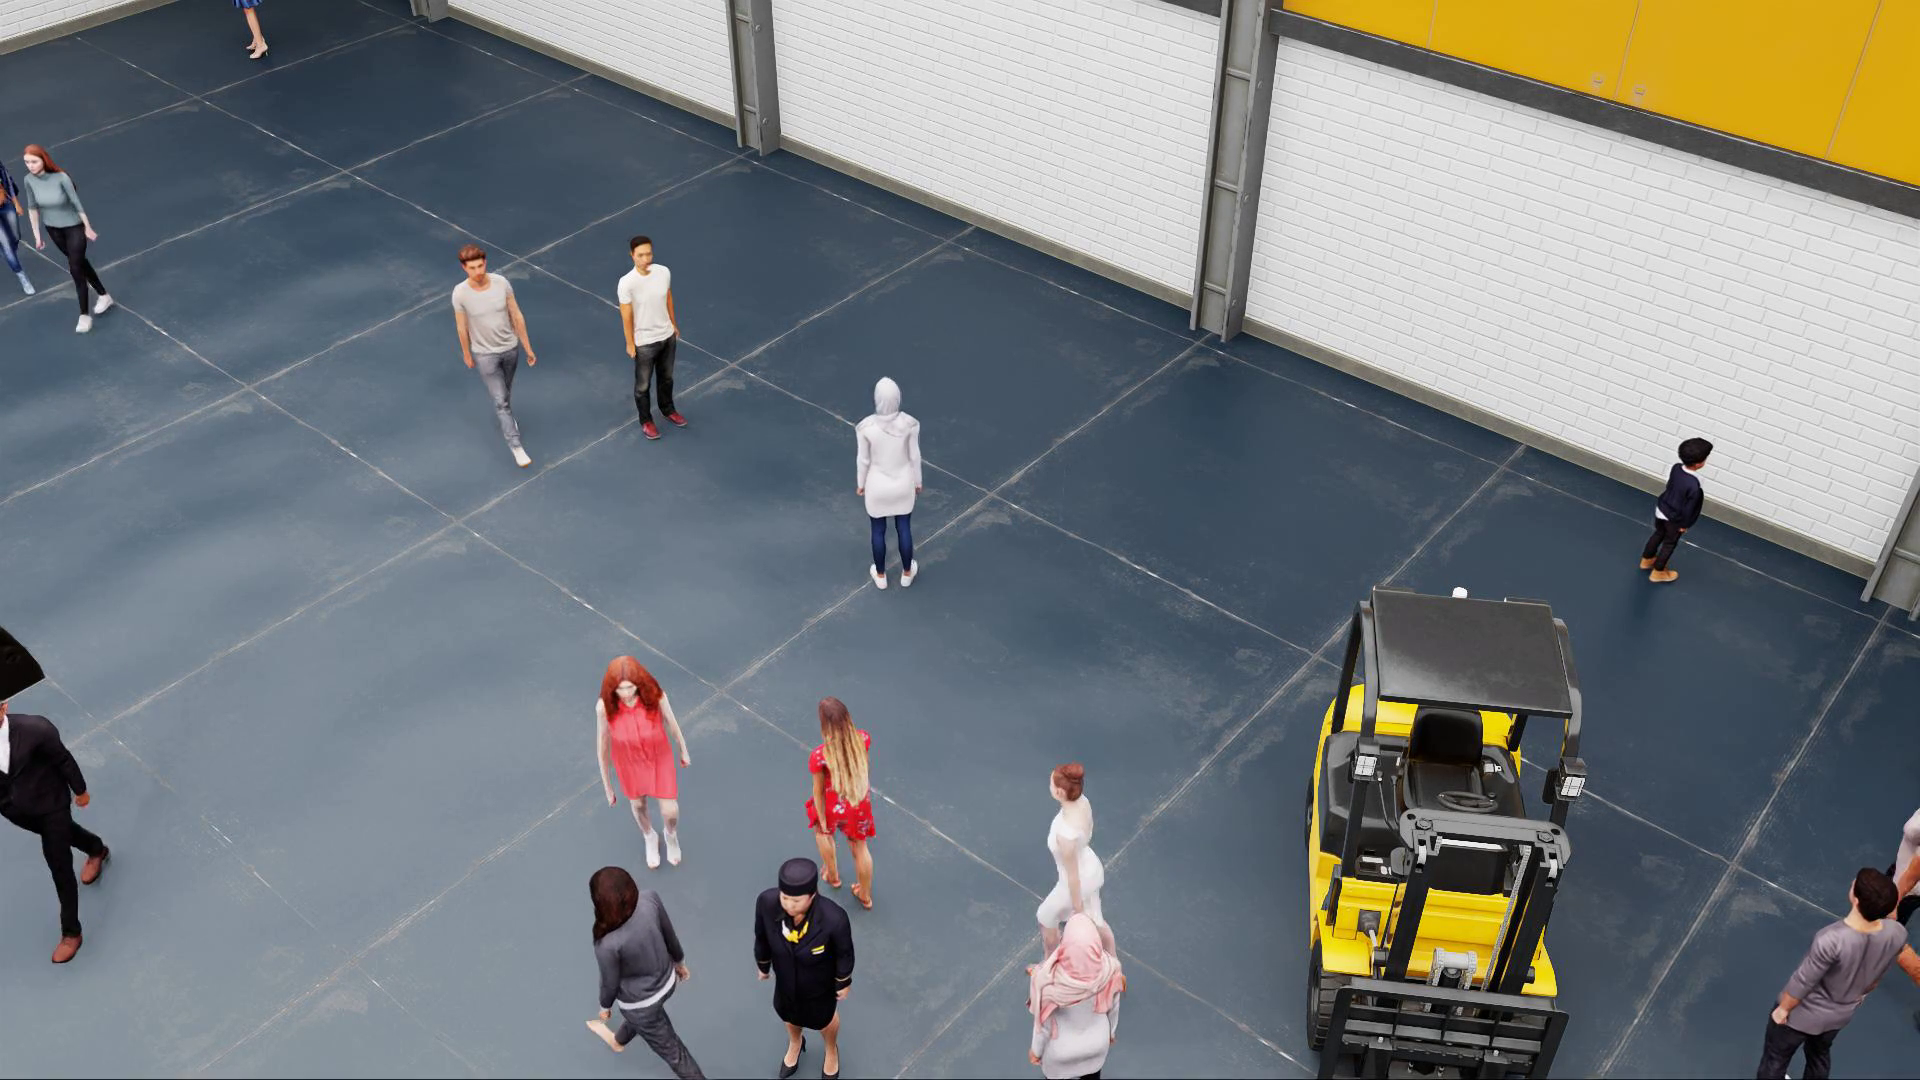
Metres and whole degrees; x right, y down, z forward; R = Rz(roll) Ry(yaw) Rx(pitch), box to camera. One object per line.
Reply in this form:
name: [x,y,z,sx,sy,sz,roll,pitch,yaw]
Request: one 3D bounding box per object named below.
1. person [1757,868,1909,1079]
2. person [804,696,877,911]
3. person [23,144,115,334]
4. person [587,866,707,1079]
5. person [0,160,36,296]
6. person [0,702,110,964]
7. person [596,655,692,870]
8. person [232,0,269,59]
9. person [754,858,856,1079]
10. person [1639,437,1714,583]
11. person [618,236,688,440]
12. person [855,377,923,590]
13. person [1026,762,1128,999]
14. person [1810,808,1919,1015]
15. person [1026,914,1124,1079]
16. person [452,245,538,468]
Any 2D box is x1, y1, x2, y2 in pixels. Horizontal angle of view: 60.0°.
person: [4.418,2.368,8.525,0.731,1.847,0.755,-7,39,-9]
person: [-0.639,1.604,9.700,0.699,1.576,0.779,-16,41,-19]
person: [-8.083,-2.827,15.132,0.968,1.721,0.978,2,39,3]
person: [-1.551,2.370,8.633,1.187,1.710,0.813,17,42,20]
person: [-9.046,-3.113,15.588,0.718,1.597,1.038,-28,47,-31]
person: [-5.351,1.461,9.679,1.239,1.824,1.265,-1,39,-2]
person: [-1.890,1.280,9.922,0.803,1.805,0.842,-7,39,-8]
person: [-8.645,-6.690,19.901,0.813,1.805,0.680,-15,41,-18]
person: [-0.807,2.279,8.778,0.715,1.671,0.847,11,40,13]
person: [5.274,-0.229,12.280,0.640,1.219,0.574,-4,39,-6]
person: [-2.531,-1.688,13.641,0.666,1.801,0.571,-30,47,-32]
person: [-0.500,-0.389,12.035,0.694,1.776,0.743,-3,39,-4]
person: [0.728,1.938,9.135,0.907,1.759,0.744,8,39,10]
person: [5.318,1.942,9.155,0.698,1.727,1.064,-29,47,-31]
person: [0.575,2.511,8.382,0.734,1.803,0.767,-9,40,-12]
person: [-3.781,-1.578,13.469,0.872,1.843,1.258,-23,44,-26]
